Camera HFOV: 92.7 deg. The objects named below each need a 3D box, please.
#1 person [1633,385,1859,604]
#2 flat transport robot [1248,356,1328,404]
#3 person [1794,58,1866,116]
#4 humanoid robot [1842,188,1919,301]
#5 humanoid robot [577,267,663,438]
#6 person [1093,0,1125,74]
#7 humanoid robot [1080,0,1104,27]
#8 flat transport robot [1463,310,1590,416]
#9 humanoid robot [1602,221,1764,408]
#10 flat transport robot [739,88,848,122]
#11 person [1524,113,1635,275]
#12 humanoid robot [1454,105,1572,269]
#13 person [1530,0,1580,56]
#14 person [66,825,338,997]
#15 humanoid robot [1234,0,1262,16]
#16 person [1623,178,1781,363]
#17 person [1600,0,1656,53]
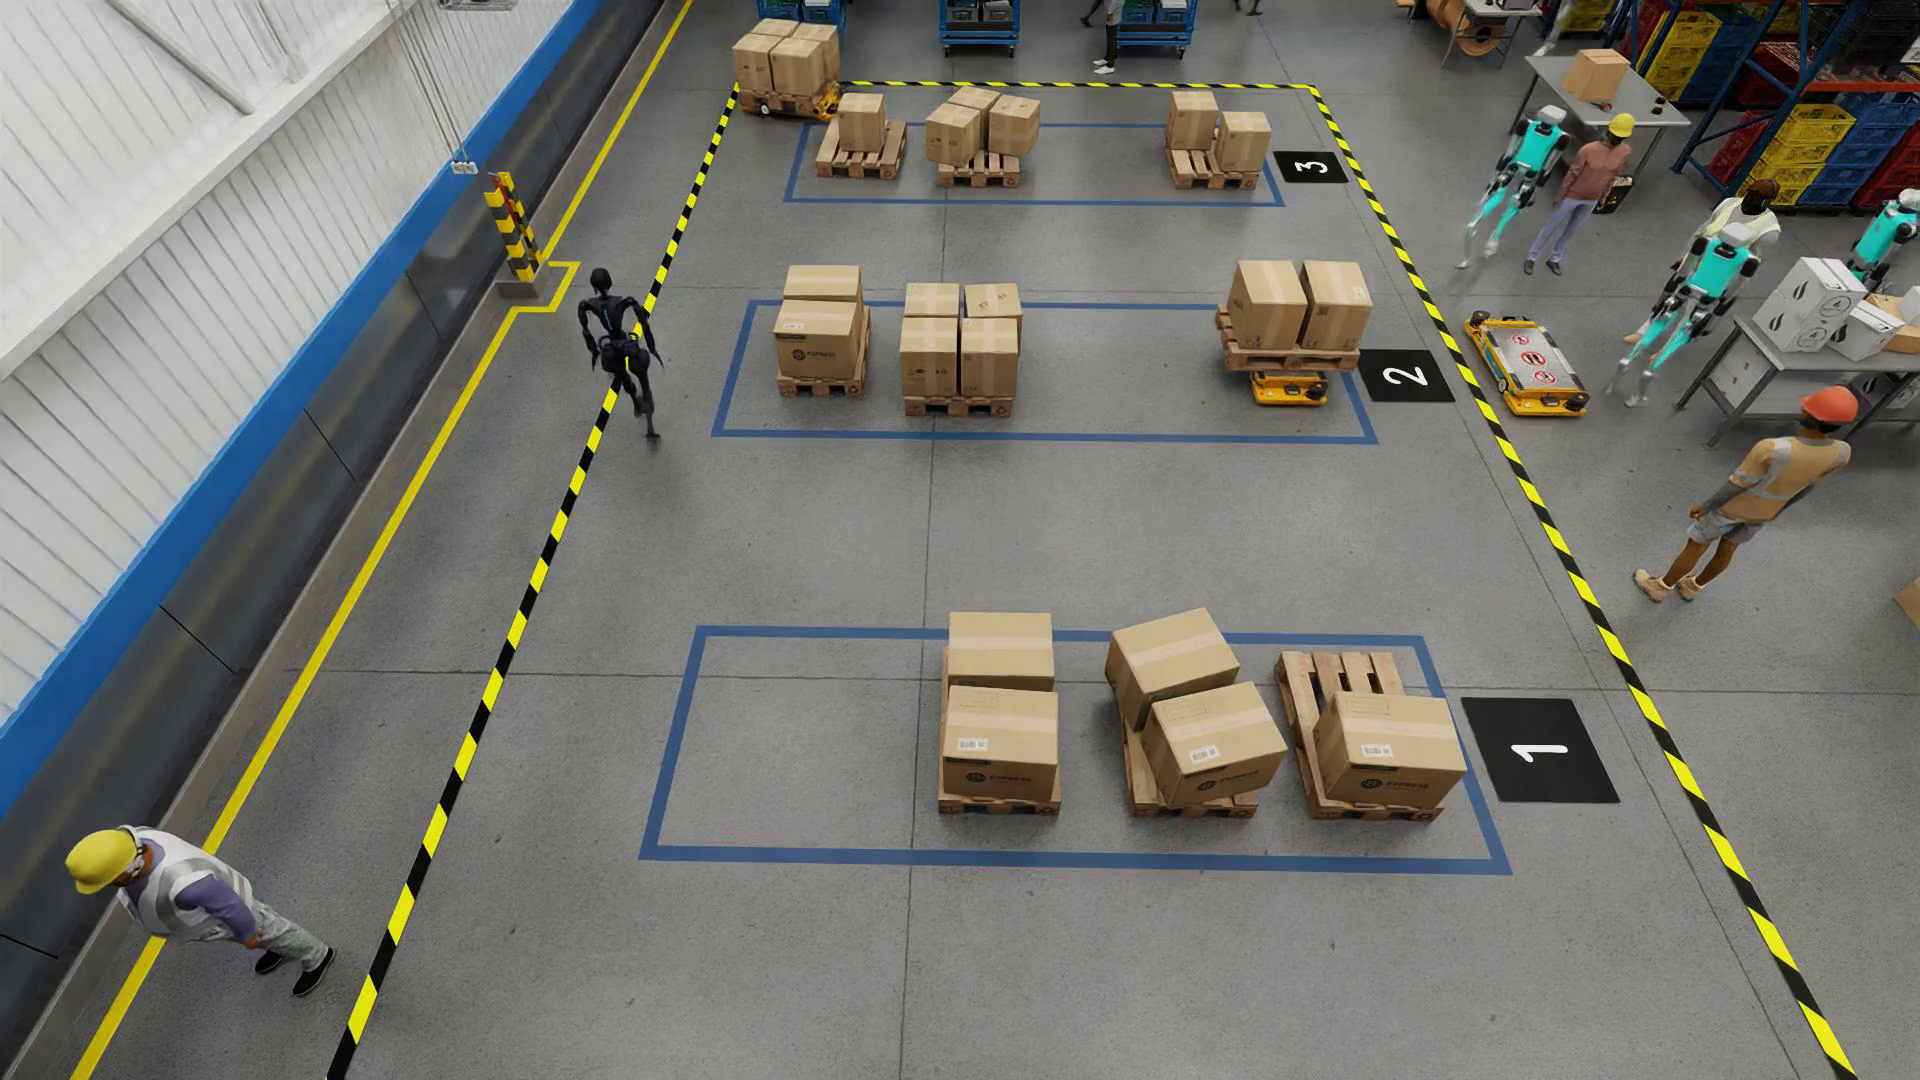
[{"bbox_3d":[5.644,-0.271,6.597,0.613,2.041,0.376,0,49,0],"label":"person"},{"bbox_3d":[3.175,-1.891,9.152,0.652,0.197,1.431,1,49,1],"label":"flat transport robot"},{"bbox_3d":[10.913,-5.757,11.485,0.620,1.831,0.655,19,52,16],"label":"person"},{"bbox_3d":[8.602,-2.432,8.673,0.922,1.763,0.538,9,50,8],"label":"humanoid robot"},{"bbox_3d":[-2.969,-1.624,8.031,0.611,1.632,0.727,-9,50,-7],"label":"humanoid robot"},{"bbox_3d":[2.175,-7.708,13.158,0.373,1.852,0.589,4,49,3],"label":"person"},{"bbox_3d":[2.318,-8.911,14.350,0.744,1.656,0.601,-18,51,-15],"label":"humanoid robot"},{"bbox_3d":[5.573,-1.757,9.054,0.659,0.231,1.431,1,49,1],"label":"flat transport robot"},{"bbox_3d":[6.381,-1.930,8.231,0.685,1.794,0.535,-27,54,-21],"label":"humanoid robot"},{"bbox_3d":[-2.321,-6.196,12.878,1.431,0.197,0.652,12,50,10],"label":"flat transport robot"},{"bbox_3d":[6.564,-3.611,9.668,0.532,1.767,0.322,3,49,2],"label":"person"},{"bbox_3d":[5.756,-3.603,9.726,1.039,1.770,0.533,-36,58,-27],"label":"humanoid robot"},{"bbox_3d":[8.998,-8.068,13.504,0.898,1.803,0.507,-24,53,-19],"label":"person"},{"bbox_3d":[-3.937,1.947,4.819,0.588,1.824,0.403,21,52,17],"label":"person"},{"bbox_3d":[4.787,-9.290,14.644,0.480,1.638,0.616,-9,50,-7],"label":"humanoid robot"},{"bbox_3d":[7.070,-2.539,8.691,0.429,1.844,0.623,-16,51,-13],"label":"person"},{"bbox_3d":[9.617,-7.543,13.090,0.483,1.737,0.305,36,58,27],"label":"person"}]
